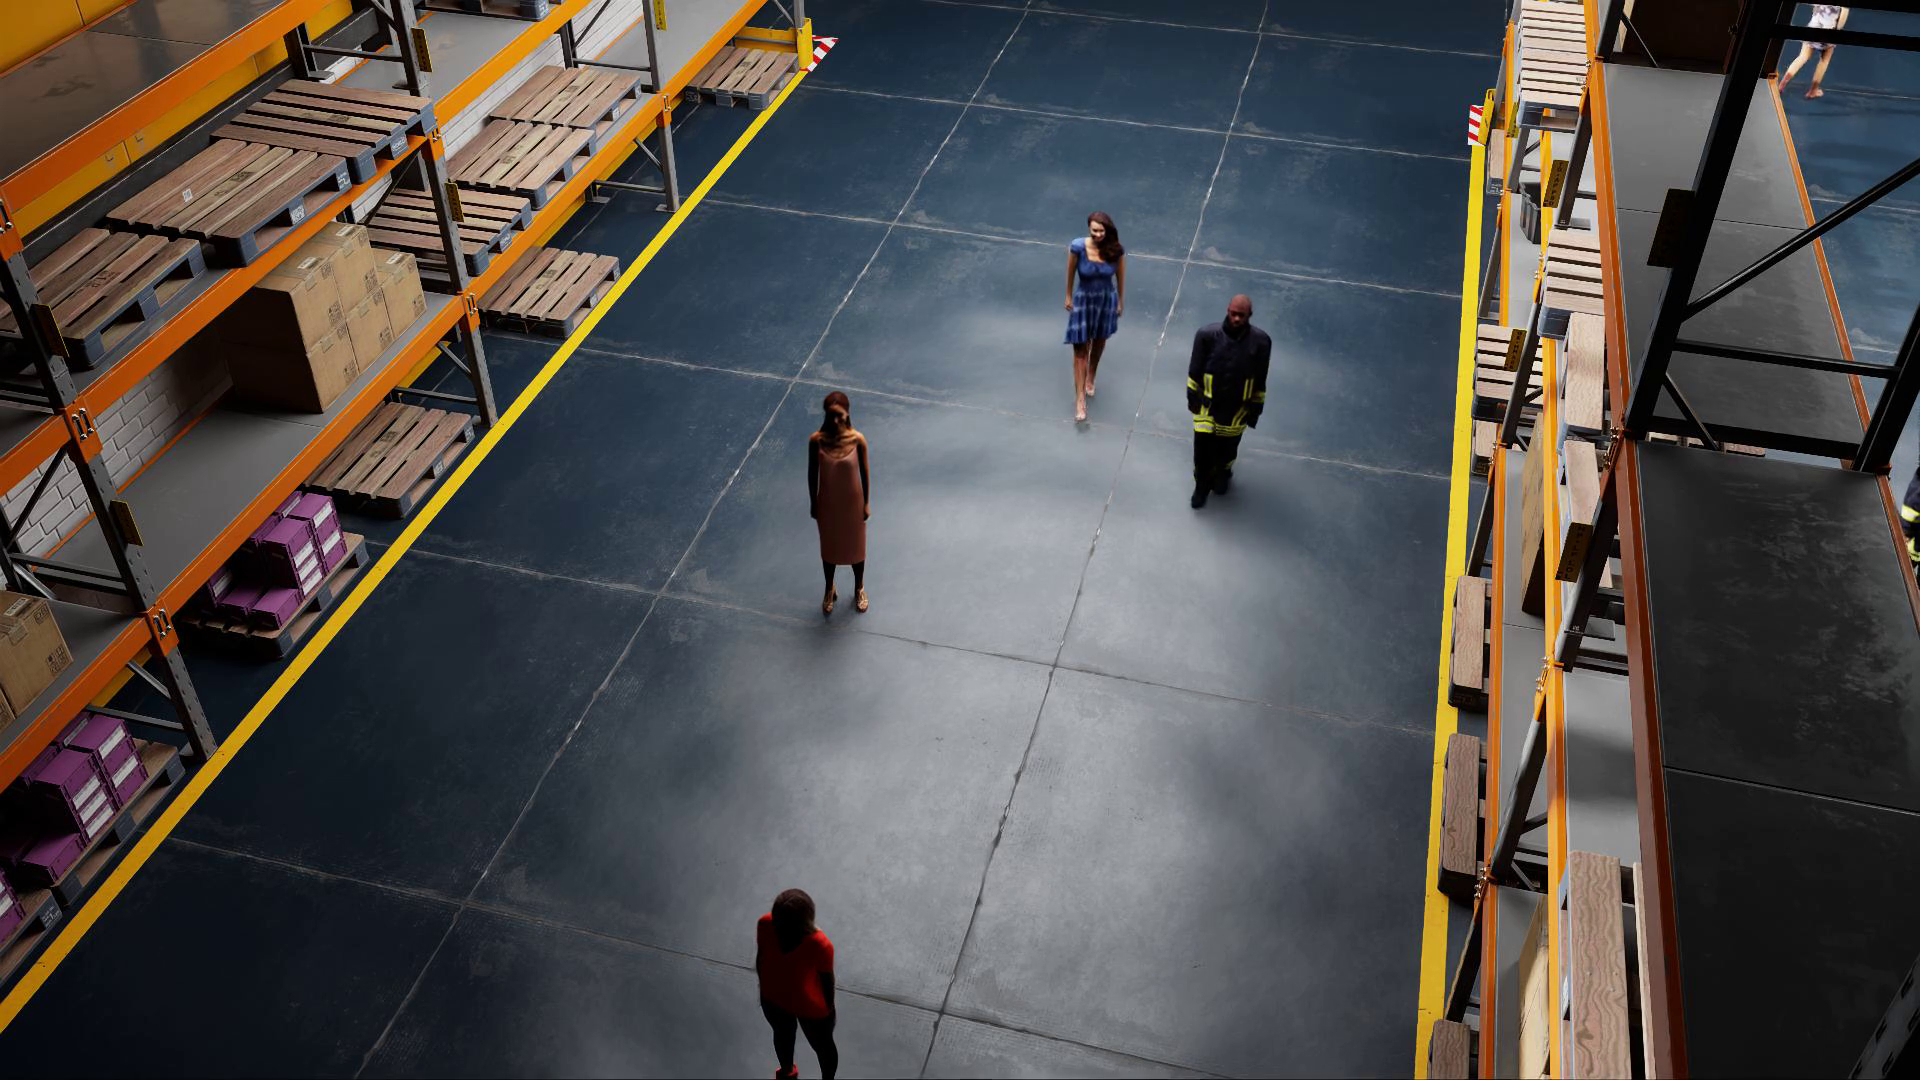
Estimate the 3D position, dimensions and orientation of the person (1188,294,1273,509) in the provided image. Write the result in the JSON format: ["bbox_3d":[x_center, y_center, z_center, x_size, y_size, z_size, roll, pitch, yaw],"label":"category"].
[{"bbox_3d":[2.058,-1.157,12.863,0.781,1.805,0.823,7,39,8],"label":"person"}]

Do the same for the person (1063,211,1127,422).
[{"bbox_3d":[1.110,-1.956,13.882,0.813,1.782,1.042,-1,39,-1],"label":"person"}]

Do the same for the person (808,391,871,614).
[{"bbox_3d":[-0.838,-0.261,11.719,0.637,1.832,0.608,-2,39,-3],"label":"person"}]

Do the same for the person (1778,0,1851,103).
[{"bbox_3d":[9.613,-5.703,18.630,1.104,1.711,0.985,-24,45,-27],"label":"person"}]

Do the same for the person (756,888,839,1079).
[{"bbox_3d":[-0.824,2.353,8.557,0.628,1.695,0.587,16,41,19],"label":"person"}]
